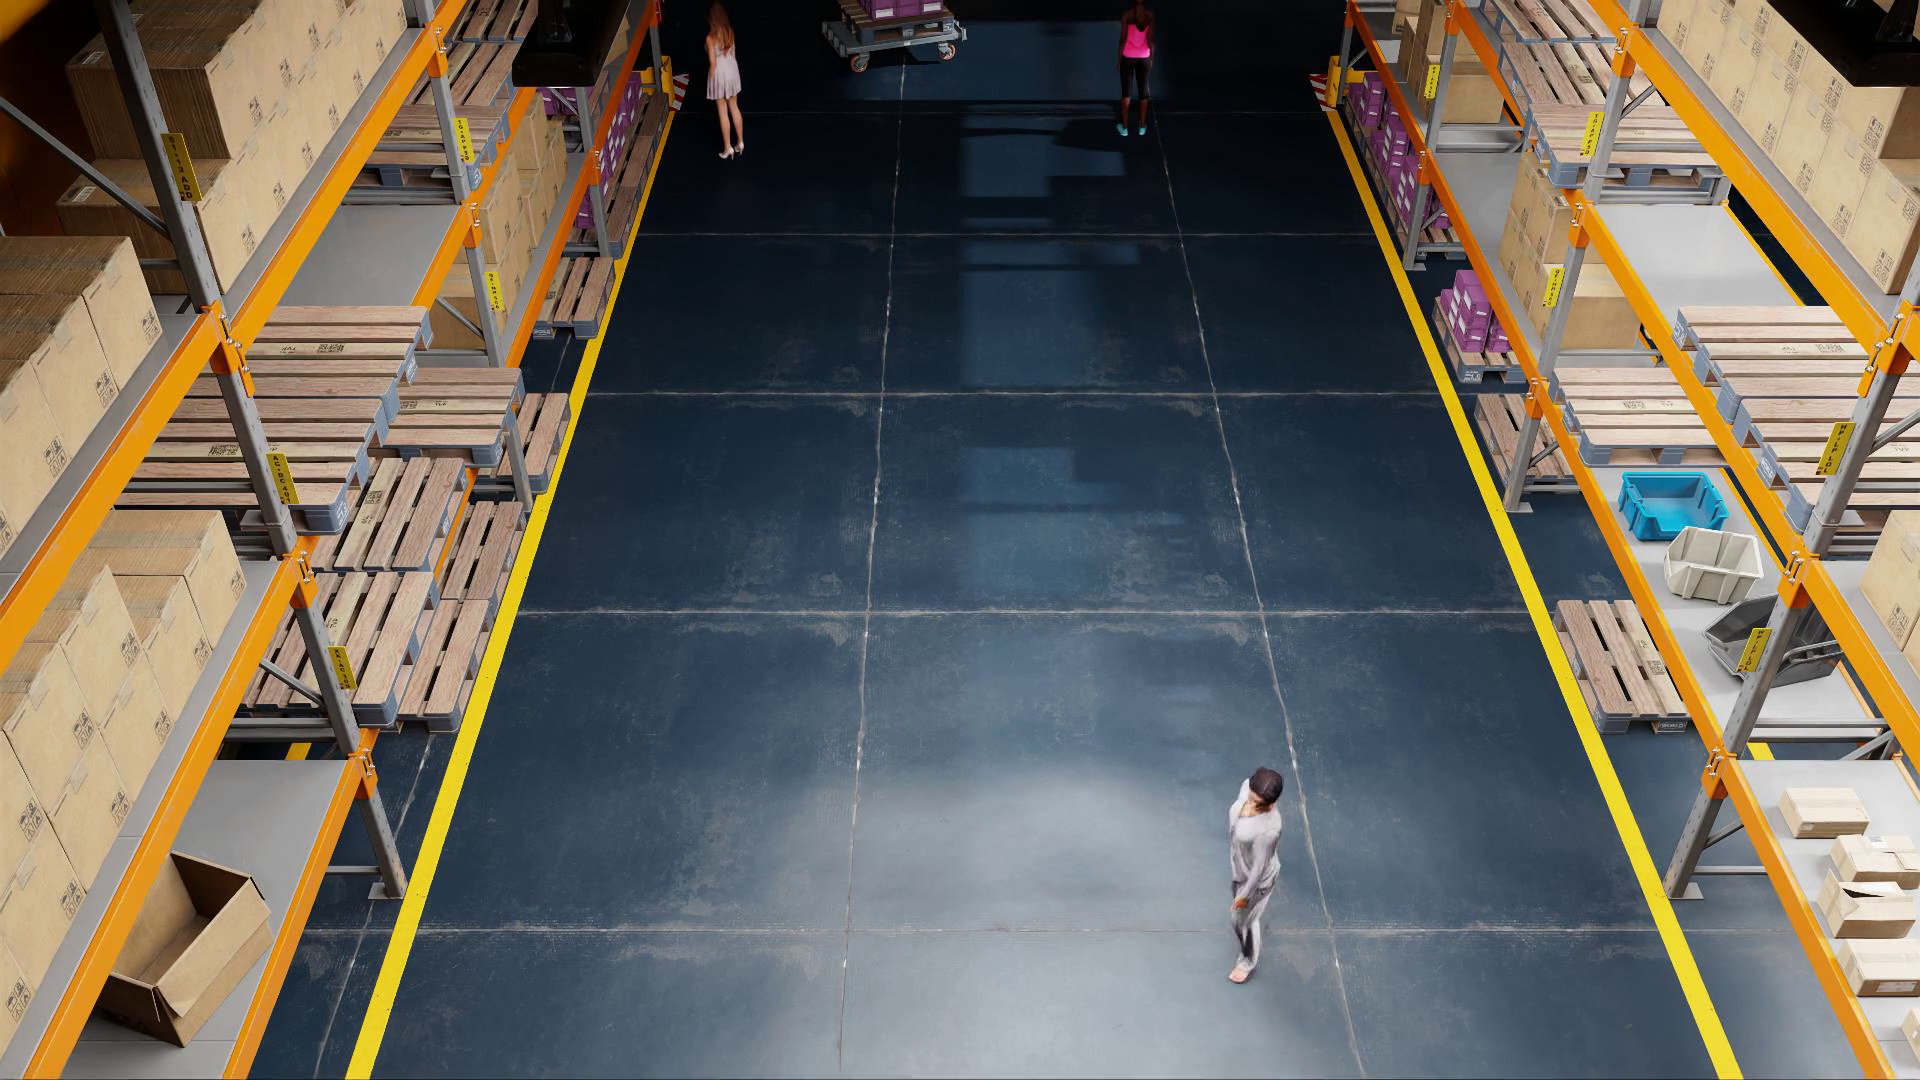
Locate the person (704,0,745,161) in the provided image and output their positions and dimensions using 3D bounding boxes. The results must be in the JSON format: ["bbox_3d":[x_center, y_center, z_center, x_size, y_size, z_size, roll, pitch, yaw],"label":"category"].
[{"bbox_3d":[-2.585,-5.038,18.247,0.741,1.768,0.680,32,48,33],"label":"person"}]

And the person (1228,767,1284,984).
[{"bbox_3d":[1.718,1.841,9.651,0.845,1.746,0.530,3,39,4],"label":"person"}]

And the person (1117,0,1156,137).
[{"bbox_3d":[1.977,-5.411,18.752,0.580,1.722,0.563,-4,39,-4],"label":"person"}]
